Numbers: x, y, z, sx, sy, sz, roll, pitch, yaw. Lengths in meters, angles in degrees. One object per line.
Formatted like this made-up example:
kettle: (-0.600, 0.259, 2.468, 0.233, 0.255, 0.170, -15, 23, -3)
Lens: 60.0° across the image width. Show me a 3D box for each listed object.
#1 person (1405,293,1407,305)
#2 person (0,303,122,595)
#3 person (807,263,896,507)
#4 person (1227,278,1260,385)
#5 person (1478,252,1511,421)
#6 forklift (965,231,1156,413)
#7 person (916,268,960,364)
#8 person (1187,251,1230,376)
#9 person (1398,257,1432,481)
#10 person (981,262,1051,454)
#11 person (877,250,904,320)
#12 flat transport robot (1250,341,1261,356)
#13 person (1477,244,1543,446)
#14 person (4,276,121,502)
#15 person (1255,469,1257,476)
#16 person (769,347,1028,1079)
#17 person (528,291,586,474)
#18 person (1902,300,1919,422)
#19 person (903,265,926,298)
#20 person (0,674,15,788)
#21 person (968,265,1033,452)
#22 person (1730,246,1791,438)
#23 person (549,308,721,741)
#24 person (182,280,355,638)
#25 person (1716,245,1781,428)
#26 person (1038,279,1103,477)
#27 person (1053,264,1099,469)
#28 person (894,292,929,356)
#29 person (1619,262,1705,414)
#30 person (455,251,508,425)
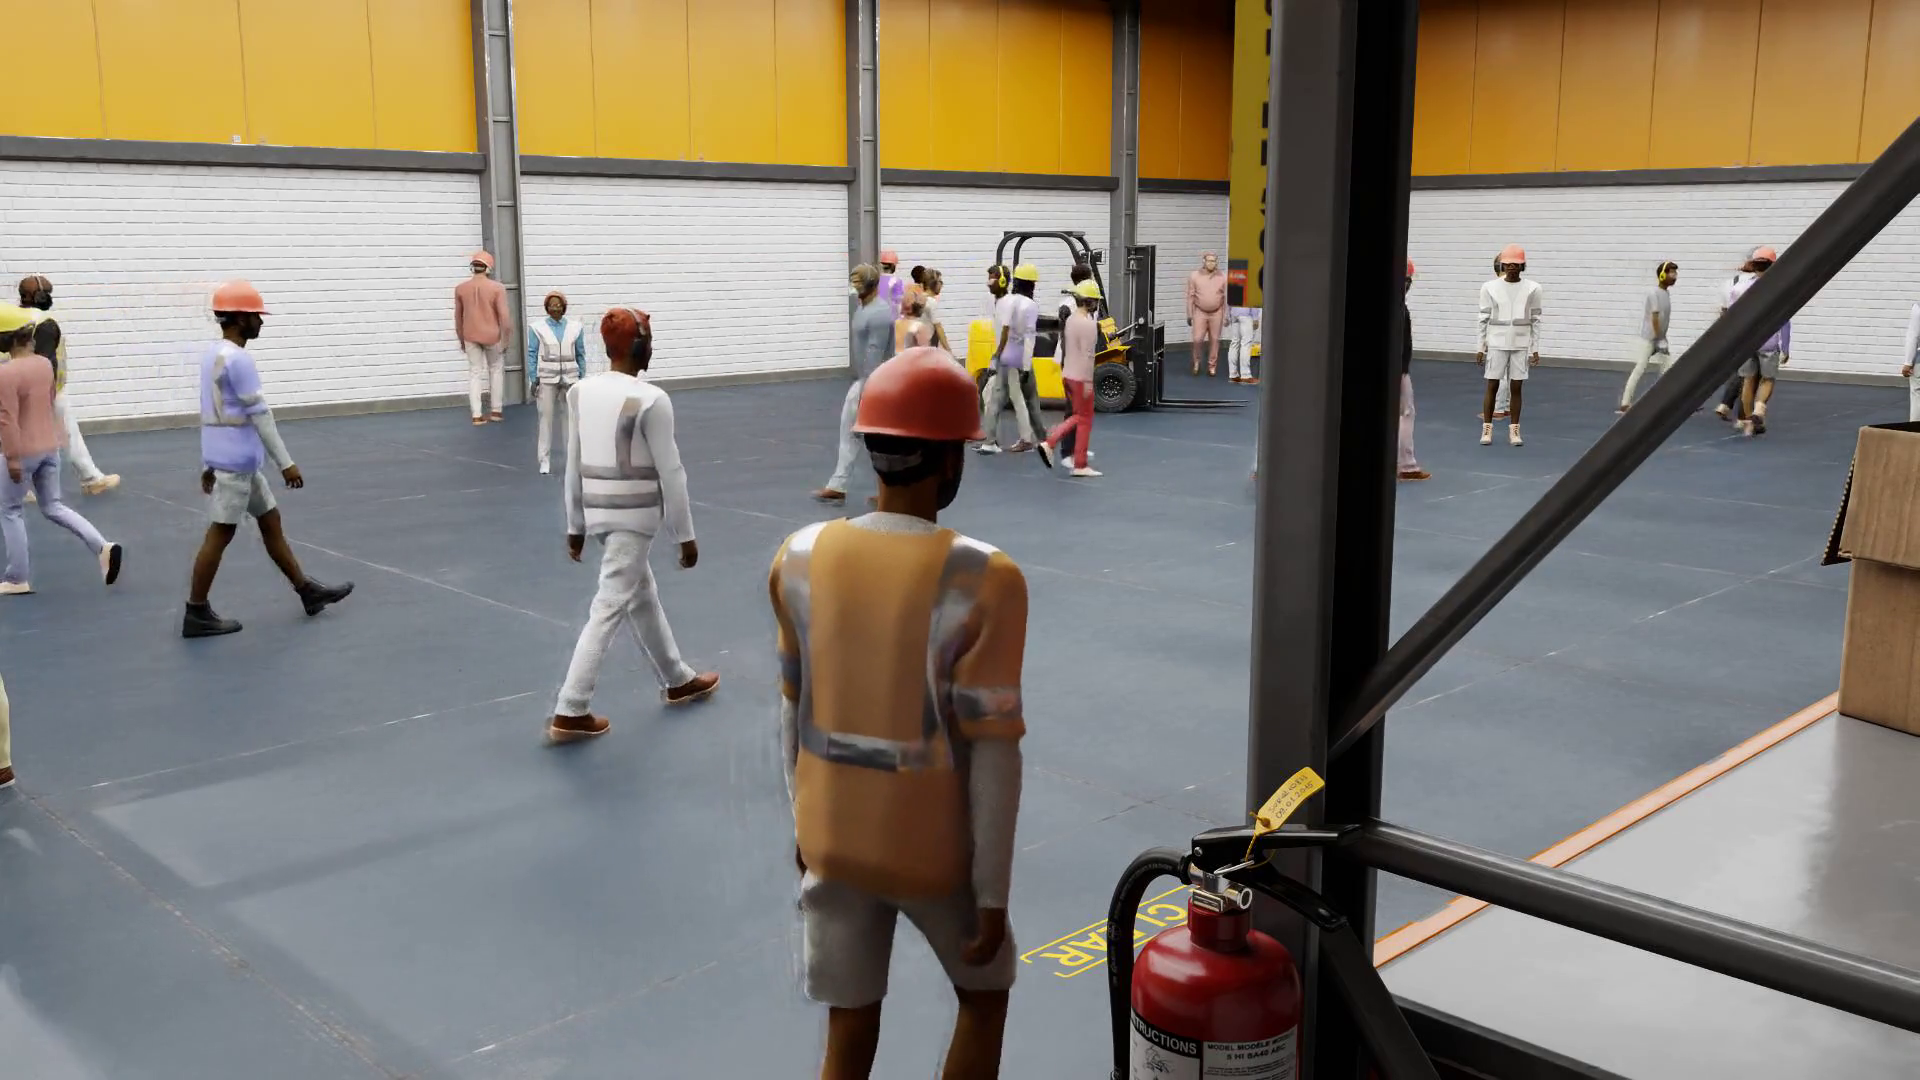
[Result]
person: (5.551, -2.816, 21.862, 0.577, 1.902, 0.906, 4, 11, 22)
person: (-5.445, -0.529, 9.837, 0.711, 1.742, 0.531, 1, 10, 7)
person: (-0.817, -1.185, 12.958, 0.885, 1.906, 0.661, -3, 11, -18)
person: (4.070, -3.191, 23.826, 0.357, 1.937, 0.637, -5, 12, -27)
person: (6.264, -2.345, 19.223, 0.628, 1.936, 0.377, -9, 14, -40)
forklift: (1.222, -2.721, 20.561, 2.313, 2.155, 1.214, 2, 11, 13)
person: (-0.295, -1.921, 17.318, 0.997, 1.788, 0.525, -2, 11, -12)
person: (3.765, -3.410, 25.157, 0.668, 1.888, 0.435, 1, 10, 4)
person: (3.656, -1.470, 14.374, 0.876, 1.972, 0.613, -2, 11, -11)
person: (0.572, -1.782, 16.350, 0.600, 1.865, 1.028, 10, 14, 43)
person: (-0.983, -3.001, 22.825, 0.547, 1.924, 0.413, 9, 13, 39)
flat transport robot: (5.304, -3.422, 29.634, 0.652, 0.197, 1.431, 1, 10, 7)
person: (5.558, -1.963, 16.849, 0.616, 2.039, 0.389, 2, 11, 12)
person: (-7.339, -1.219, 13.428, 0.638, 1.796, 0.922, 5, 12, 27)
person: (2.904, -1.318, 13.784, 0.946, 1.885, 0.676, -6, 12, -31)
person: (-0.120, 0.589, 3.278, 0.563, 1.920, 0.464, 4, 11, 22)
person: (-3.611, -1.413, 14.951, 0.521, 1.636, 0.311, -5, 12, -25)
person: (9.661, -1.798, 16.545, 0.591, 1.826, 0.403, -2, 11, -10)
person: (-0.637, -3.226, 24.712, 0.535, 1.690, 0.320, 3, 11, 16)
person: (-3.859, 0.167, 6.343, 0.497, 1.633, 0.279, 9, 14, 42)
person: (0.384, -1.758, 16.297, 0.758, 1.841, 0.546, -3, 11, -14)
person: (8.368, -2.065, 17.463, 0.630, 2.020, 0.599, 8, 13, 36)
person: (-1.420, -0.081, 7.182, 0.590, 1.827, 1.007, 8, 13, 38)
person: (-3.800, -0.446, 8.983, 0.984, 1.884, 0.556, -7, 12, -33)
person: (8.803, -2.257, 18.450, 0.535, 2.000, 0.693, -3, 11, -17)
person: (1.014, -1.417, 14.656, 0.498, 1.748, 0.542, -3, 11, -18)
person: (1.092, -1.599, 15.335, 0.422, 1.871, 0.750, 6, 12, 28)
person: (-0.431, -1.492, 15.474, 0.872, 1.597, 0.538, -7, 13, -34)
person: (8.270, -2.346, 19.566, 0.516, 1.812, 0.996, -9, 14, -41)
person: (-5.413, -2.288, 18.877, 0.633, 1.956, 0.563, 0, 10, -1)
